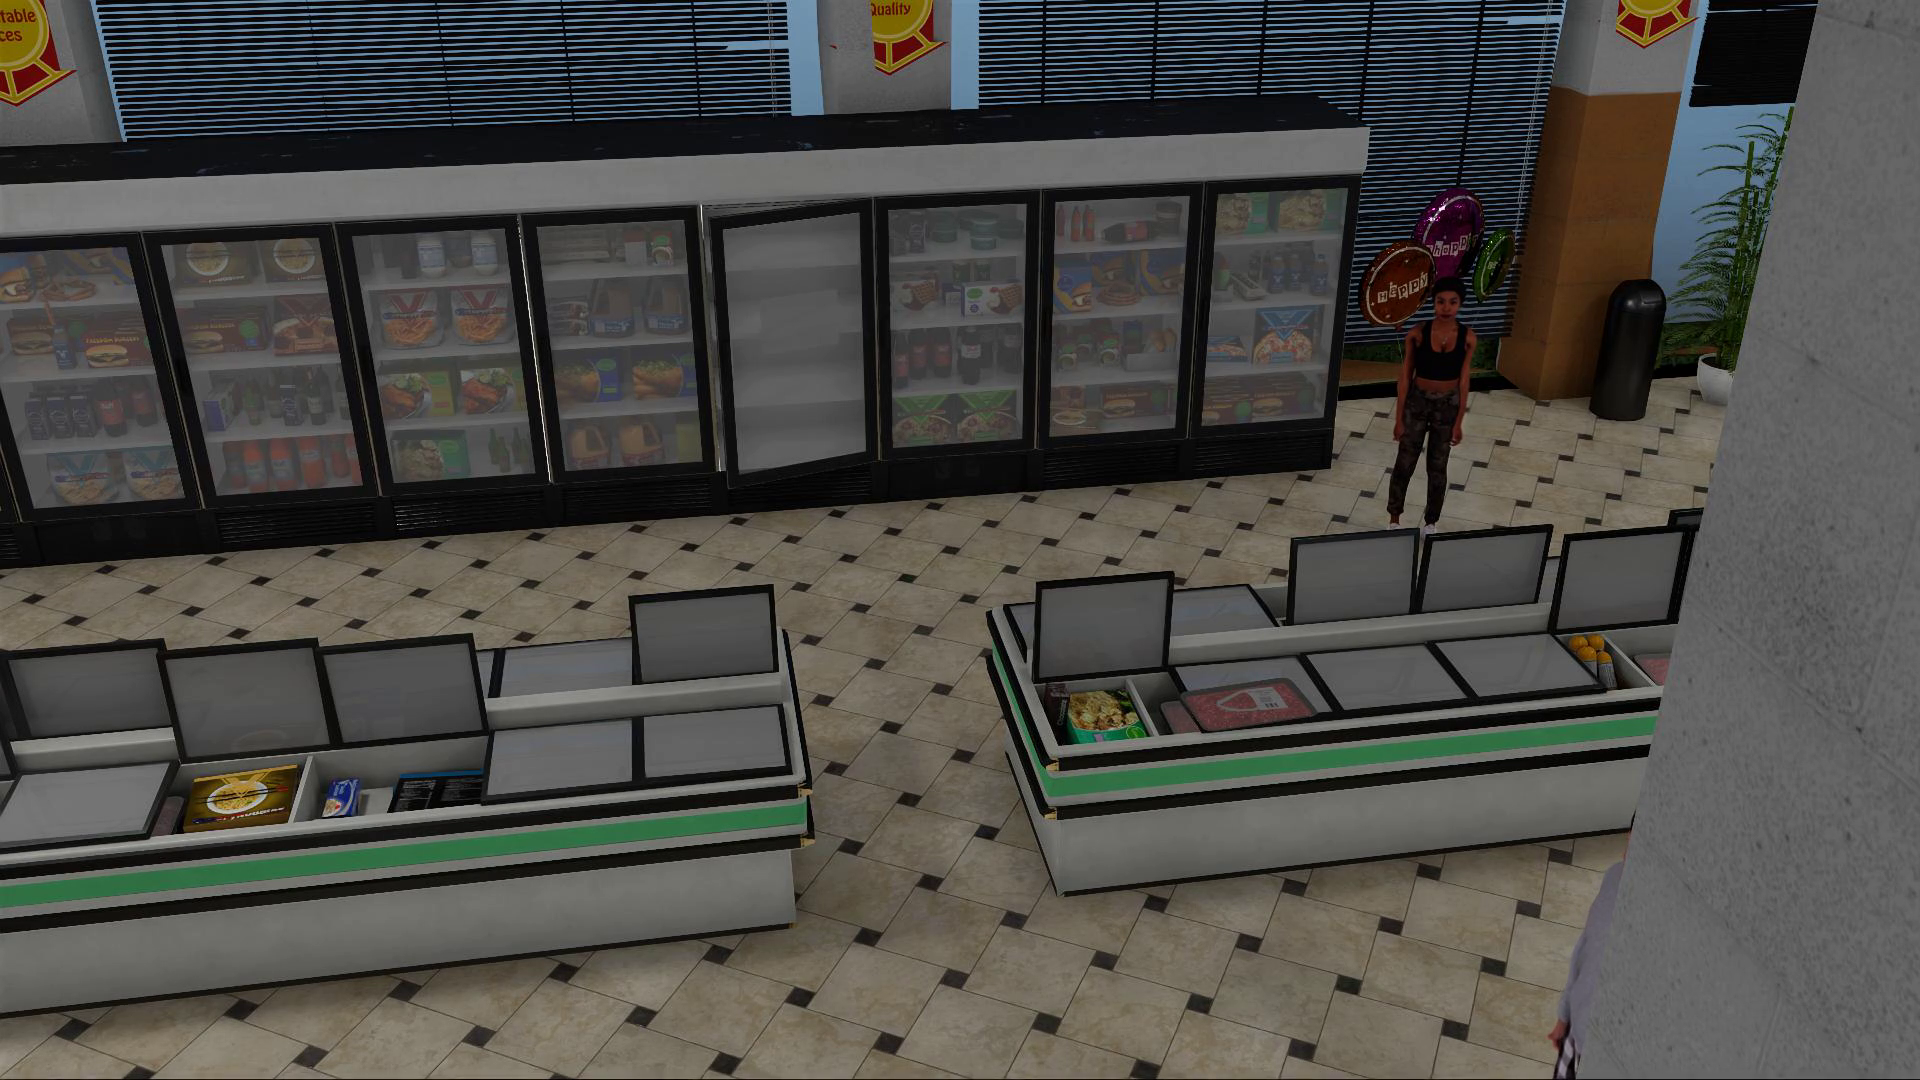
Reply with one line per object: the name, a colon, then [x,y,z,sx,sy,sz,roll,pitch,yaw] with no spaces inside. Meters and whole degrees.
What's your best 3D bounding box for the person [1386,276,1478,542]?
person: [2.789,-0.749,9.856,0.581,1.700,0.702,5,27,9]
